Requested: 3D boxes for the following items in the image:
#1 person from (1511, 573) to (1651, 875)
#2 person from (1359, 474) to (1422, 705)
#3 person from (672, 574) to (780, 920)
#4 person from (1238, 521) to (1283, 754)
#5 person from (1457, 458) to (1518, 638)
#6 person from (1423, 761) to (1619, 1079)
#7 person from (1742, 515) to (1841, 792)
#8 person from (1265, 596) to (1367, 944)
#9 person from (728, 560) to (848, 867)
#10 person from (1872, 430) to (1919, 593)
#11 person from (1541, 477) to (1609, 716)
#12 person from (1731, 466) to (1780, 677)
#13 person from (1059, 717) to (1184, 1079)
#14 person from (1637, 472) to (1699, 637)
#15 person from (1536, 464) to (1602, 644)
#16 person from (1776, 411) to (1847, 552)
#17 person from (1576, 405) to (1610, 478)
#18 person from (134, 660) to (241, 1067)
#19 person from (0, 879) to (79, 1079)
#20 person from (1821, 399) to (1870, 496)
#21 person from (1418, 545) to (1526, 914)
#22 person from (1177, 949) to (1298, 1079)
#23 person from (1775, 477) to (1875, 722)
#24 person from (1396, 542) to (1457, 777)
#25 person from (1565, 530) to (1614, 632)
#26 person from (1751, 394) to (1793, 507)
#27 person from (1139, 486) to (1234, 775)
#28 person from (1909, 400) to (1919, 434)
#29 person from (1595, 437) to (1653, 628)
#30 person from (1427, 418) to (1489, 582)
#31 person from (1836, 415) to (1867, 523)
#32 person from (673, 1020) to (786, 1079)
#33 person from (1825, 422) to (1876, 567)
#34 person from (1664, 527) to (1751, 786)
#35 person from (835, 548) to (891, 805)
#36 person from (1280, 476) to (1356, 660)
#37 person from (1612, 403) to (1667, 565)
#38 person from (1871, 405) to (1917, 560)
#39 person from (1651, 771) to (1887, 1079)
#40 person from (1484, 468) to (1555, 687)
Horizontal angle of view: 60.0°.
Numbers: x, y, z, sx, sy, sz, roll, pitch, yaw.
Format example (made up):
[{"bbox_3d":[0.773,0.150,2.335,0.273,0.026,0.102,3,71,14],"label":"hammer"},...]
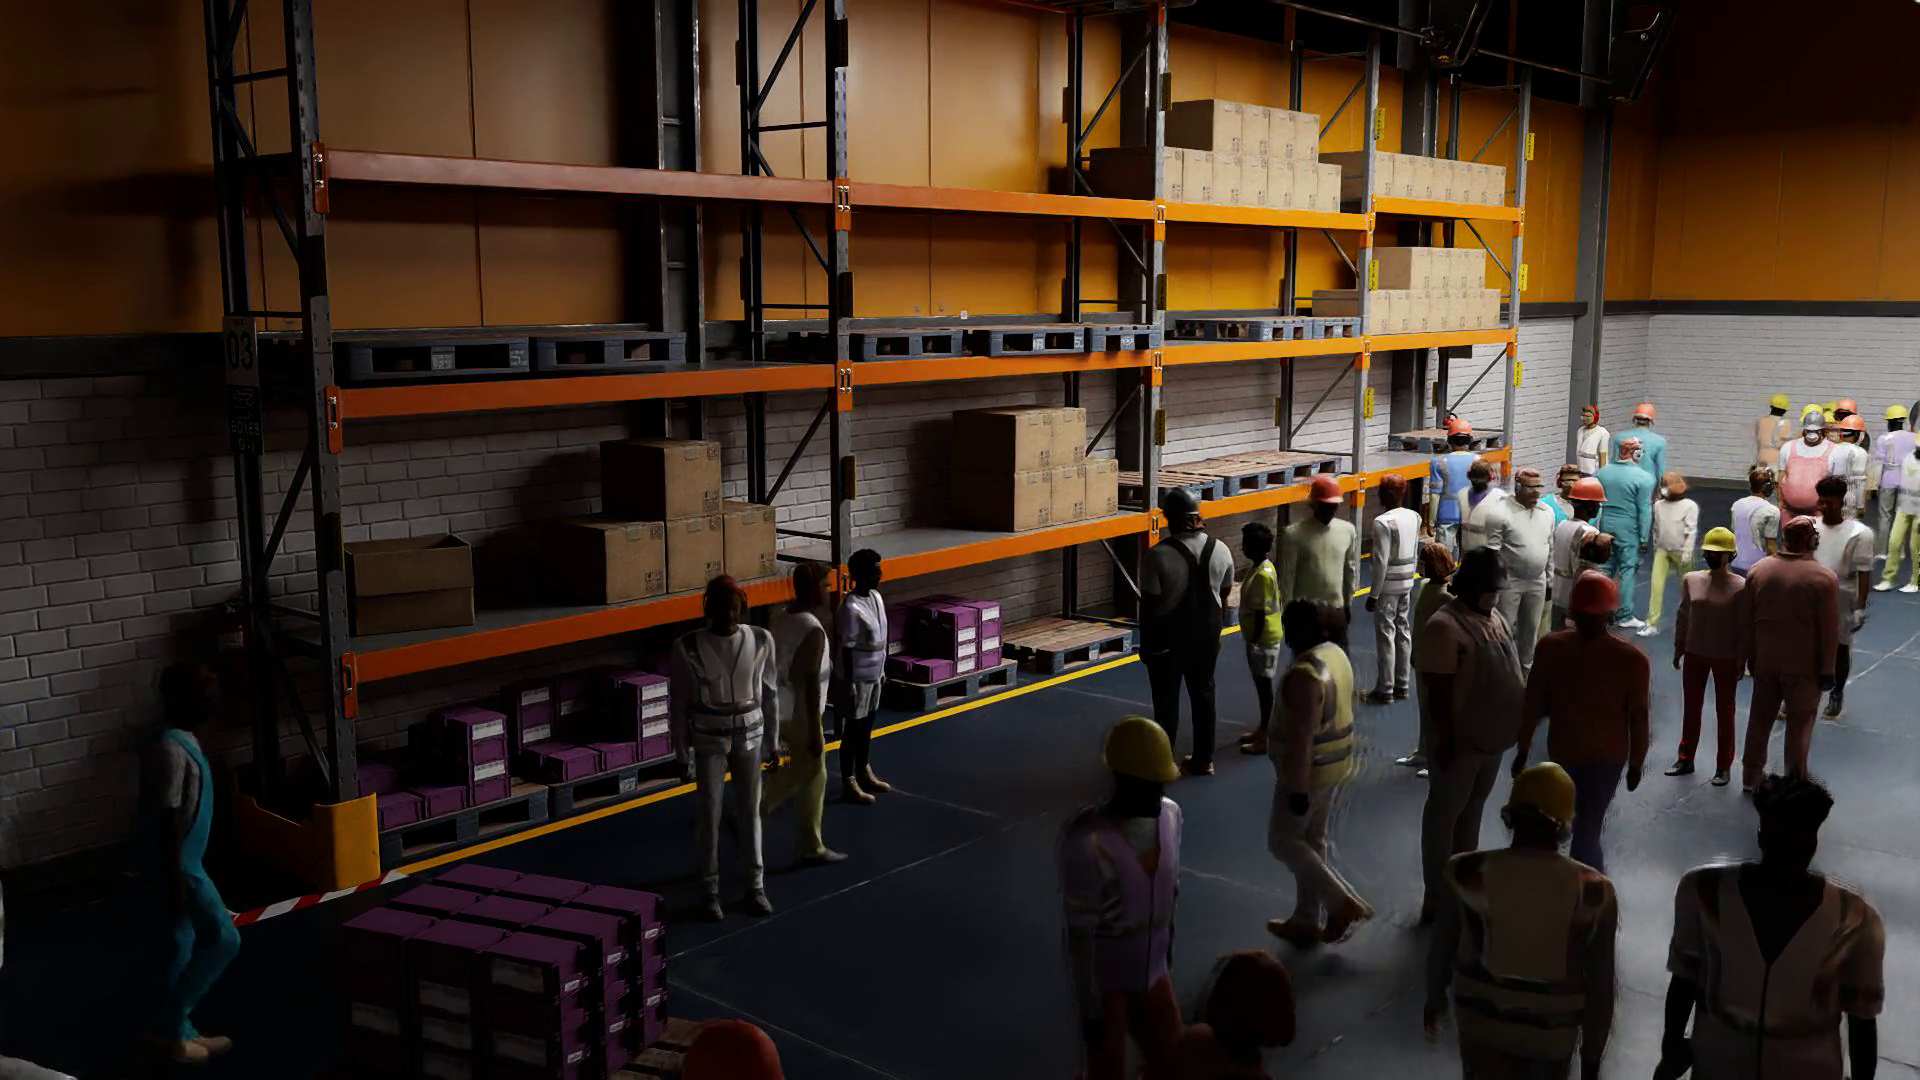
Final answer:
[{"bbox_3d":[3.292,1.117,8.746,1.088,1.941,0.600,-8,12,-43],"label":"person"},{"bbox_3d":[3.505,0.394,13.534,0.584,1.883,0.344,-8,12,-43],"label":"person"},{"bbox_3d":[-1.256,1.107,8.968,0.584,1.879,0.365,-4,10,-23],"label":"person"},{"bbox_3d":[2.187,0.710,12.128,0.321,1.689,0.559,1,9,6],"label":"person"},{"bbox_3d":[4.893,0.129,15.469,0.652,1.816,0.592,-5,10,-29],"label":"person"},{"bbox_3d":[1.932,1.635,5.805,0.601,1.789,0.845,2,9,13],"label":"person"},{"bbox_3d":[5.508,0.783,11.012,0.395,1.901,0.642,-5,10,-28],"label":"person"},{"bbox_3d":[1.831,1.202,8.581,0.506,1.813,0.640,5,10,31],"label":"person"},{"bbox_3d":[-0.986,1.026,9.642,0.596,1.827,0.574,-4,10,-23],"label":"person"},{"bbox_3d":[10.372,-0.311,18.129,0.742,1.864,0.670,-3,9,-21],"label":"person"},{"bbox_3d":[4.804,0.473,12.918,0.396,1.929,0.542,-1,9,-6],"label":"person"},{"bbox_3d":[6.909,0.272,14.500,0.349,1.837,0.502,-3,9,-20],"label":"person"},{"bbox_3d":[0.605,1.558,5.962,0.596,1.909,0.430,-7,11,-38],"label":"person"},{"bbox_3d":[6.956,0.128,16.193,0.818,1.595,0.508,-7,11,-38],"label":"person"},{"bbox_3d":[5.328,0.241,14.647,0.564,1.846,0.391,1,9,8],"label":"person"},{"bbox_3d":[9.331,-0.426,18.323,0.683,2.000,0.536,7,11,39],"label":"person"},{"bbox_3d":[8.232,-0.845,21.697,0.394,1.836,0.560,-2,9,-14],"label":"person"},{"bbox_3d":[-3.347,1.413,7.188,0.403,1.824,0.593,-5,10,-32],"label":"person"},{"bbox_3d":[-3.654,1.519,6.153,0.757,1.925,0.623,-8,12,-42],"label":"person"},{"bbox_3d":[10.610,-0.692,20.086,0.613,2.031,0.403,5,10,31],"label":"person"},{"bbox_3d":[2.790,1.022,8.985,0.536,2.000,0.673,8,12,43],"label":"person"},{"bbox_3d":[0.783,1.912,4.581,0.360,1.619,0.544,-3,9,-19],"label":"person"},{"bbox_3d":[6.665,0.483,12.819,0.953,1.918,0.633,-8,12,-44],"label":"person"},{"bbox_3d":[3.278,0.824,11.573,0.286,1.633,0.499,-2,9,-11],"label":"person"},{"bbox_3d":[4.555,0.744,12.075,0.313,1.638,0.513,2,9,11],"label":"person"},{"bbox_3d":[11.477,-1.142,23.527,0.918,1.860,0.575,-2,9,-13],"label":"person"},{"bbox_3d":[1.515,0.631,11.509,0.682,2.000,0.535,-4,10,-22],"label":"person"},{"bbox_3d":[14.520,-1.429,24.790,0.536,2.000,0.690,-2,9,-11],"label":"person"},{"bbox_3d":[6.612,-0.079,16.563,0.395,1.899,0.664,-5,10,-28],"label":"person"},{"bbox_3d":[5.076,-0.225,17.024,0.608,2.044,0.371,0,9,-2],"label":"person"},{"bbox_3d":[10.061,-0.457,18.896,0.387,1.929,0.542,-3,9,-18],"label":"person"},{"bbox_3d":[-0.592,1.953,3.966,0.535,1.737,0.570,3,9,21],"label":"person"},{"bbox_3d":[10.368,-0.485,19.471,0.784,1.806,0.619,-3,9,-19],"label":"person"},{"bbox_3d":[5.141,0.786,11.384,0.308,1.772,0.525,-8,12,-41],"label":"person"},{"bbox_3d":[-0.645,0.888,10.984,0.317,1.690,0.523,4,9,22],"label":"person"},{"bbox_3d":[2.718,0.490,12.631,0.635,1.982,0.450,-2,9,-12],"label":"person"},{"bbox_3d":[8.181,-0.665,20.072,0.636,1.974,0.516,4,10,26],"label":"person"},{"bbox_3d":[11.511,-0.705,20.533,0.587,1.918,0.398,-2,9,-10],"label":"person"},{"bbox_3d":[2.506,1.653,5.190,0.640,1.949,0.445,5,10,30],"label":"person"},{"bbox_3d":[4.669,0.343,13.829,0.644,1.900,0.399,-2,9,-15],"label":"person"}]
